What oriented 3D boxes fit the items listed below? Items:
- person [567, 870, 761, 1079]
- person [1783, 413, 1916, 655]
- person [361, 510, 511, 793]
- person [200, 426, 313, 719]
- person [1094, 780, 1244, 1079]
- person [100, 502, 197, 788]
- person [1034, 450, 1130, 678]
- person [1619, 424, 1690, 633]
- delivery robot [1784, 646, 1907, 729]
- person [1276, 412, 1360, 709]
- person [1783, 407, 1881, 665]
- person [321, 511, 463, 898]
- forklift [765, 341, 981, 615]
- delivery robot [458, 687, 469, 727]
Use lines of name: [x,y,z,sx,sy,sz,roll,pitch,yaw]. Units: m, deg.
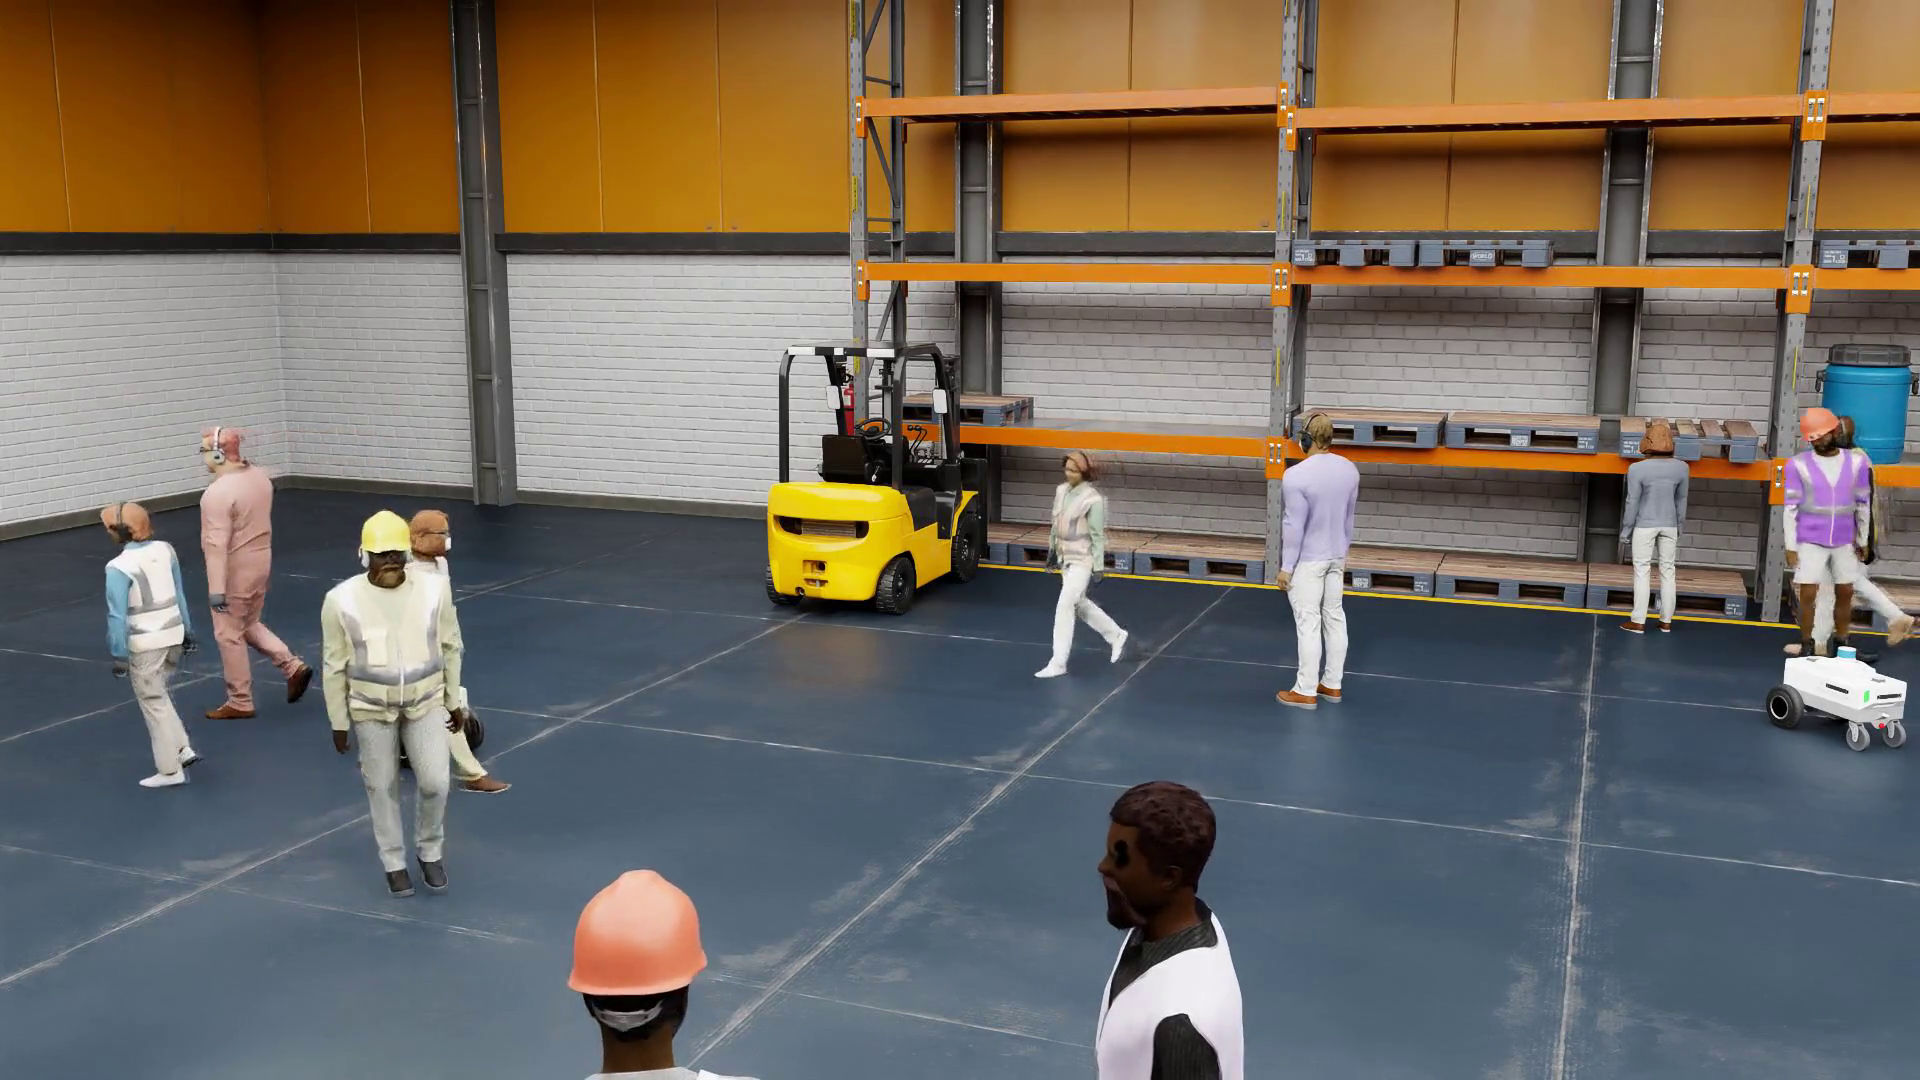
person: [-0.560,1.542,3.025,0.551,1.932,0.377,-2,10,-11]
person: [6.582,-0.032,12.176,0.838,1.808,0.650,2,10,12]
person: [-2.964,0.611,9.184,0.870,1.586,0.508,0,10,1]
person: [-4.524,0.214,10.549,0.546,1.886,0.663,1,10,5]
person: [0.444,1.444,3.613,0.392,1.922,0.593,0,10,1]
person: [-4.505,0.582,9.230,0.369,1.619,0.547,2,10,9]
person: [0.879,0.149,11.691,0.749,1.607,0.514,-5,11,-24]
person: [5.388,-0.086,12.928,0.498,1.634,0.279,-1,10,-5]
delivery robot: [5.419,0.898,10.197,0.477,0.478,0.707,-3,11,-16]
person: [2.315,0.136,10.848,0.628,1.940,0.377,-7,12,-34]
person: [6.214,-0.001,11.773,0.766,1.883,0.418,1,10,8]
person: [-2.588,0.769,7.644,0.619,1.819,0.497,-5,11,-26]
forklift: [-0.739,-0.602,14.246,1.214,2.155,2.313,4,11,21]
delivery robot: [-3.260,0.953,9.888,0.707,0.478,0.477,8,13,36]
